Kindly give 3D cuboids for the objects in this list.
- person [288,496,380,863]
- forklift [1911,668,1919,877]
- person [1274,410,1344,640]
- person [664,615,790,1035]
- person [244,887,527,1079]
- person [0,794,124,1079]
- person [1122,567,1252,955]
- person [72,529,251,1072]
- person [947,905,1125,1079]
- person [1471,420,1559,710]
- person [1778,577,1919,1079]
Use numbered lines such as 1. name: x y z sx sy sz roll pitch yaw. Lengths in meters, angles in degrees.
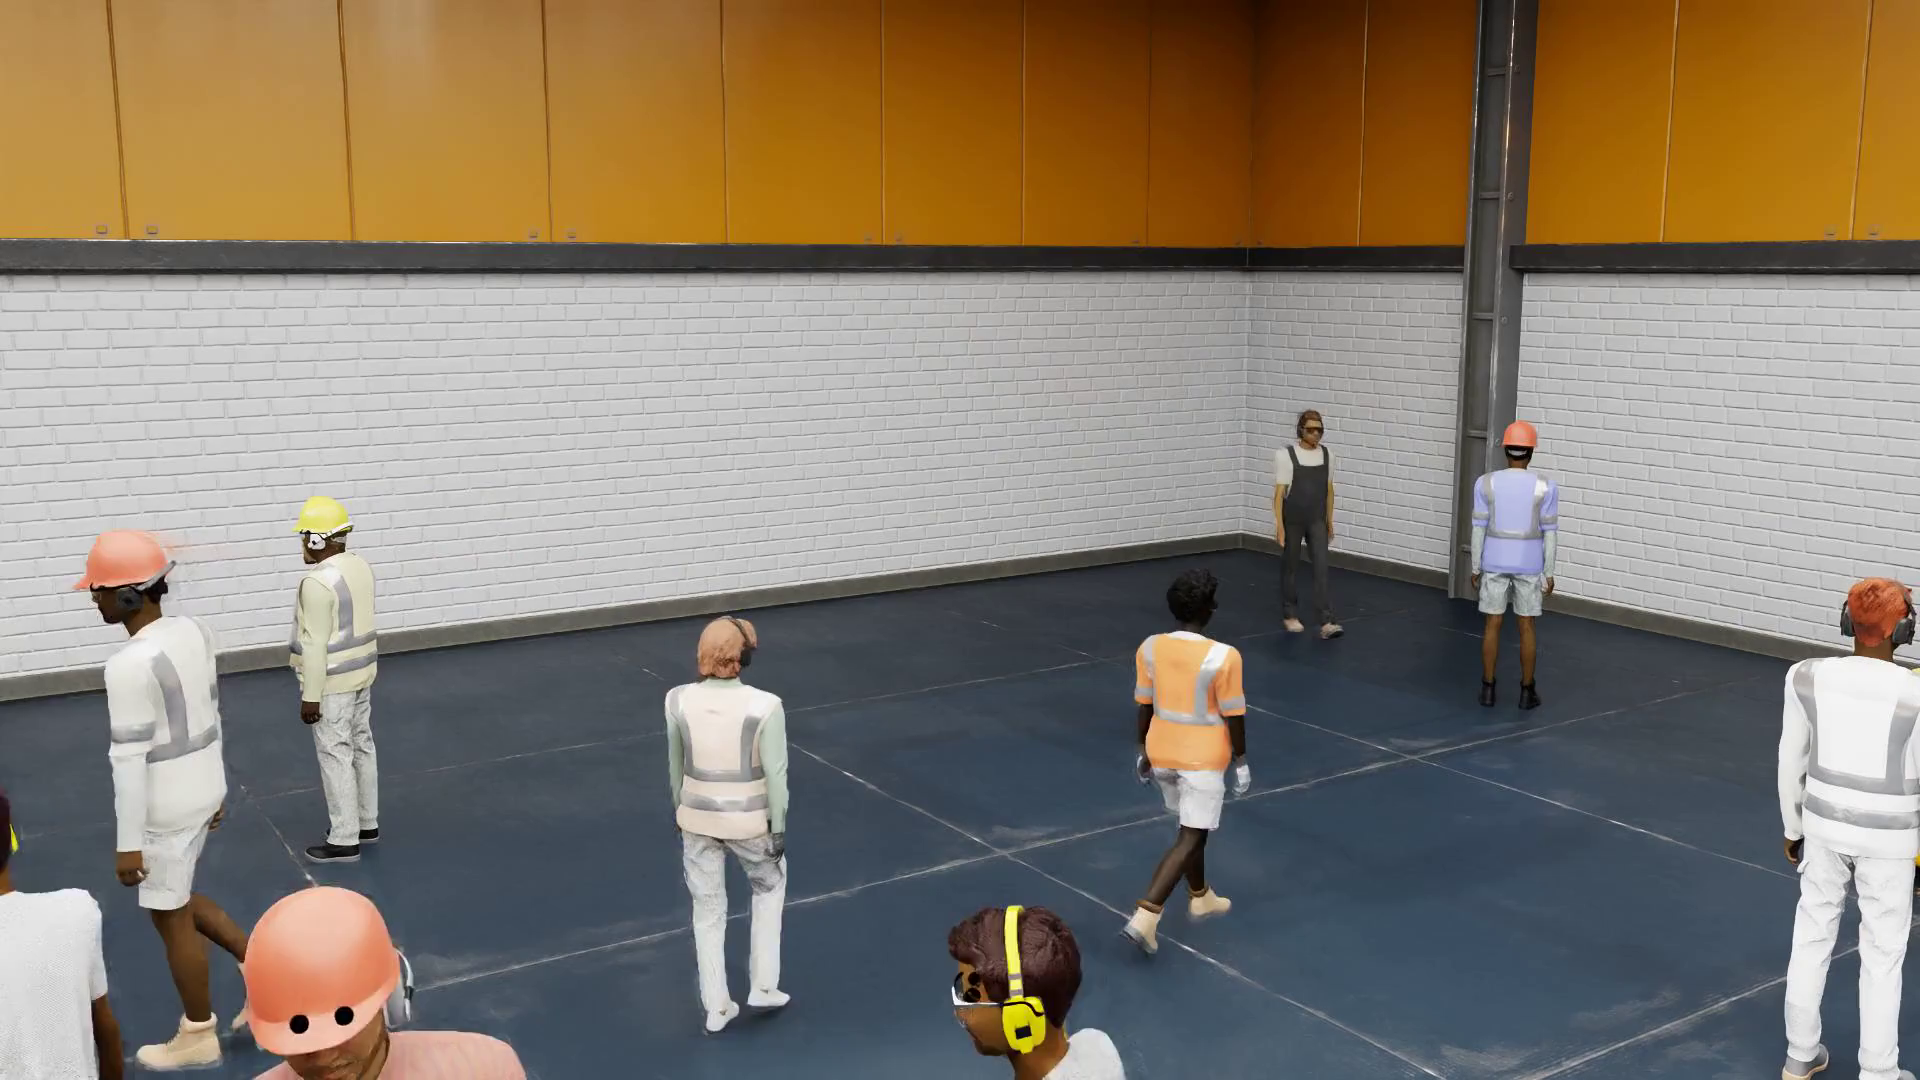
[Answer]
1. person: -3.128 0.688 8.326 0.403 1.826 0.596 1 9 5
2. forklift: 5.511 0.571 7.906 2.313 2.155 1.214 -6 11 -33
3. person: 2.766 -0.105 13.124 0.539 1.809 0.885 -1 10 -9
4. person: -0.889 1.094 6.485 0.518 1.622 0.494 2 10 11
5. person: -0.970 1.530 2.823 0.634 1.958 0.748 -5 10 -26
6. person: -2.119 1.433 3.771 0.449 1.841 0.666 4 10 20
7. person: 0.964 0.947 7.232 0.837 1.667 0.528 -9 13 -43
8. person: -2.861 0.960 6.062 0.557 2.028 0.624 -1 9 -5
9. person: 0.073 1.549 3.115 0.882 1.827 0.547 3 10 17
10. person: 3.704 0.164 11.136 0.551 1.932 0.378 4 10 22
11. person: 3.190 1.061 5.889 0.355 1.884 0.575 -8 12 -40
